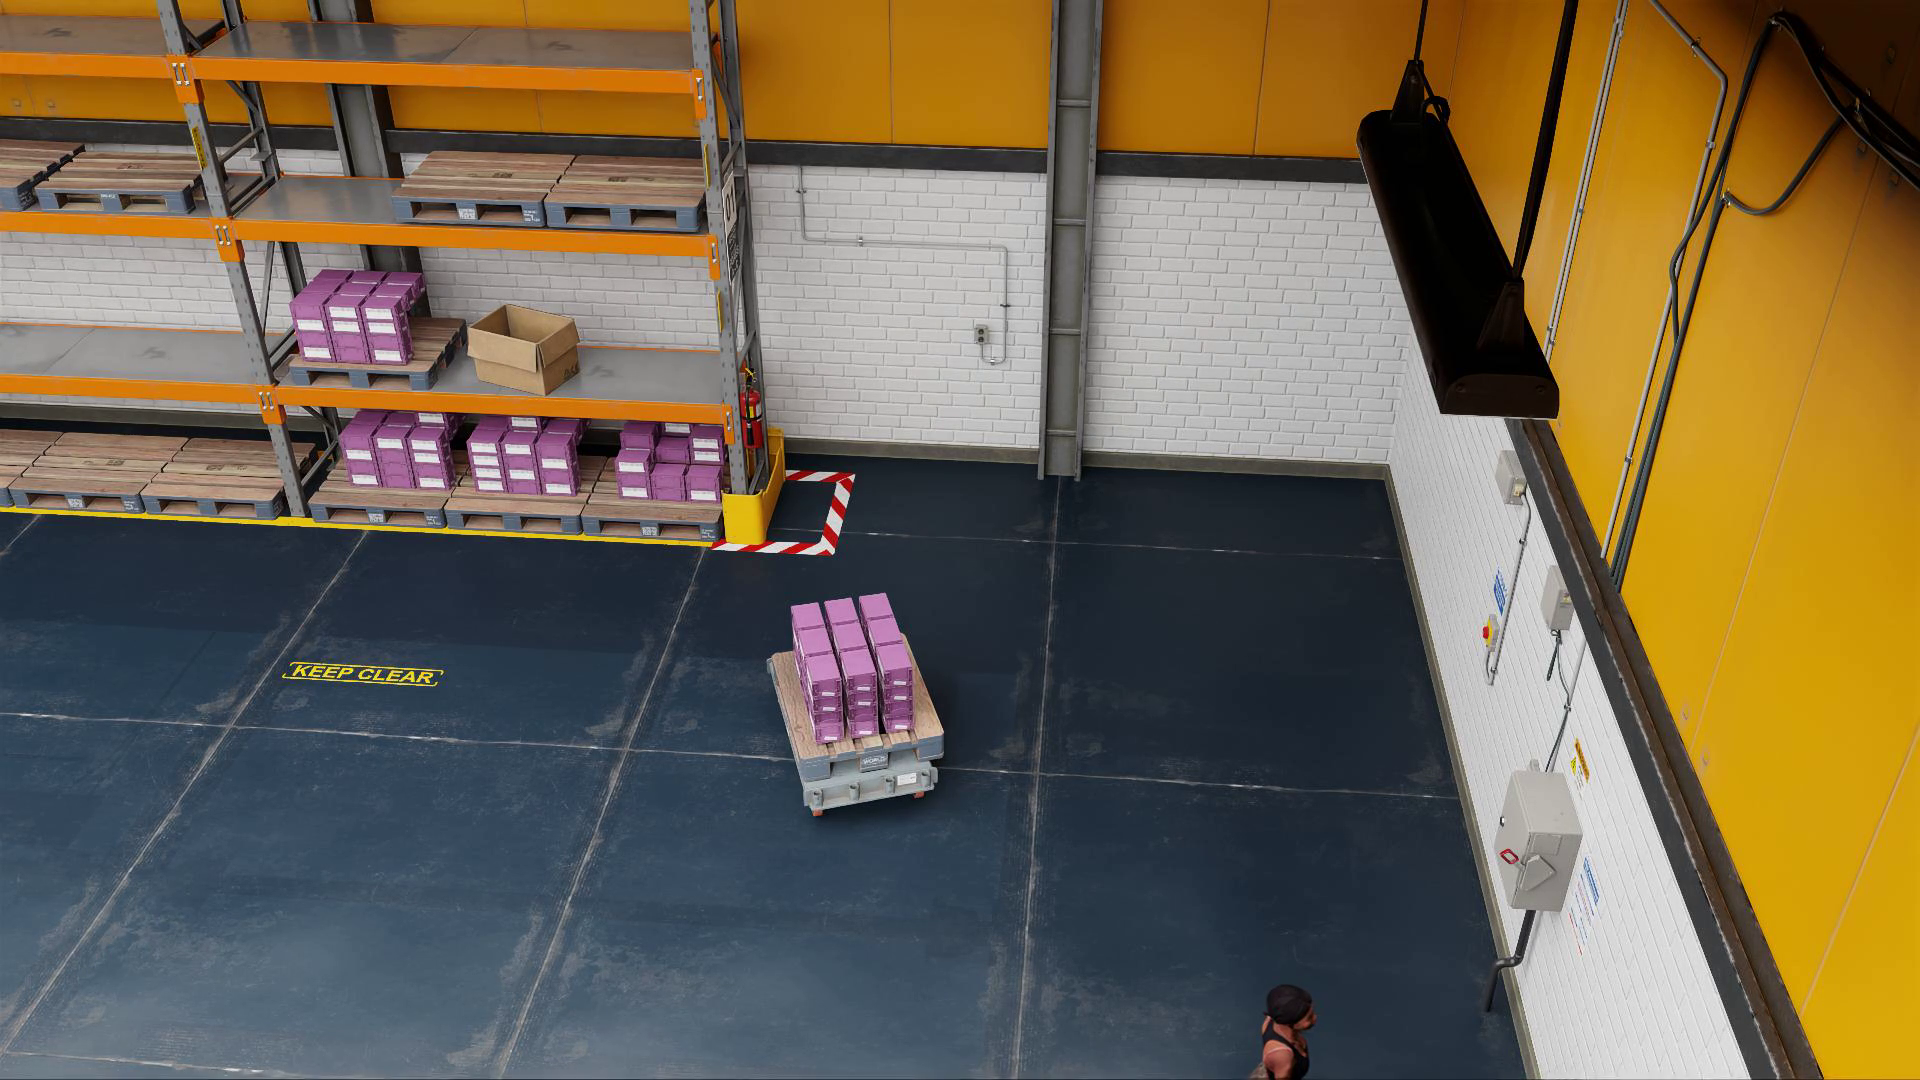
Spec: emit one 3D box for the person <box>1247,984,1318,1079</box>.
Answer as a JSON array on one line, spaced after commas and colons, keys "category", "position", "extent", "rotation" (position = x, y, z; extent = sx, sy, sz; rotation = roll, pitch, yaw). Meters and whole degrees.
[{"category": "person", "position": [1.603, 2.894, 8.539], "extent": [0.539, 1.699, 0.573], "rotation": [4, 34, 6]}]
